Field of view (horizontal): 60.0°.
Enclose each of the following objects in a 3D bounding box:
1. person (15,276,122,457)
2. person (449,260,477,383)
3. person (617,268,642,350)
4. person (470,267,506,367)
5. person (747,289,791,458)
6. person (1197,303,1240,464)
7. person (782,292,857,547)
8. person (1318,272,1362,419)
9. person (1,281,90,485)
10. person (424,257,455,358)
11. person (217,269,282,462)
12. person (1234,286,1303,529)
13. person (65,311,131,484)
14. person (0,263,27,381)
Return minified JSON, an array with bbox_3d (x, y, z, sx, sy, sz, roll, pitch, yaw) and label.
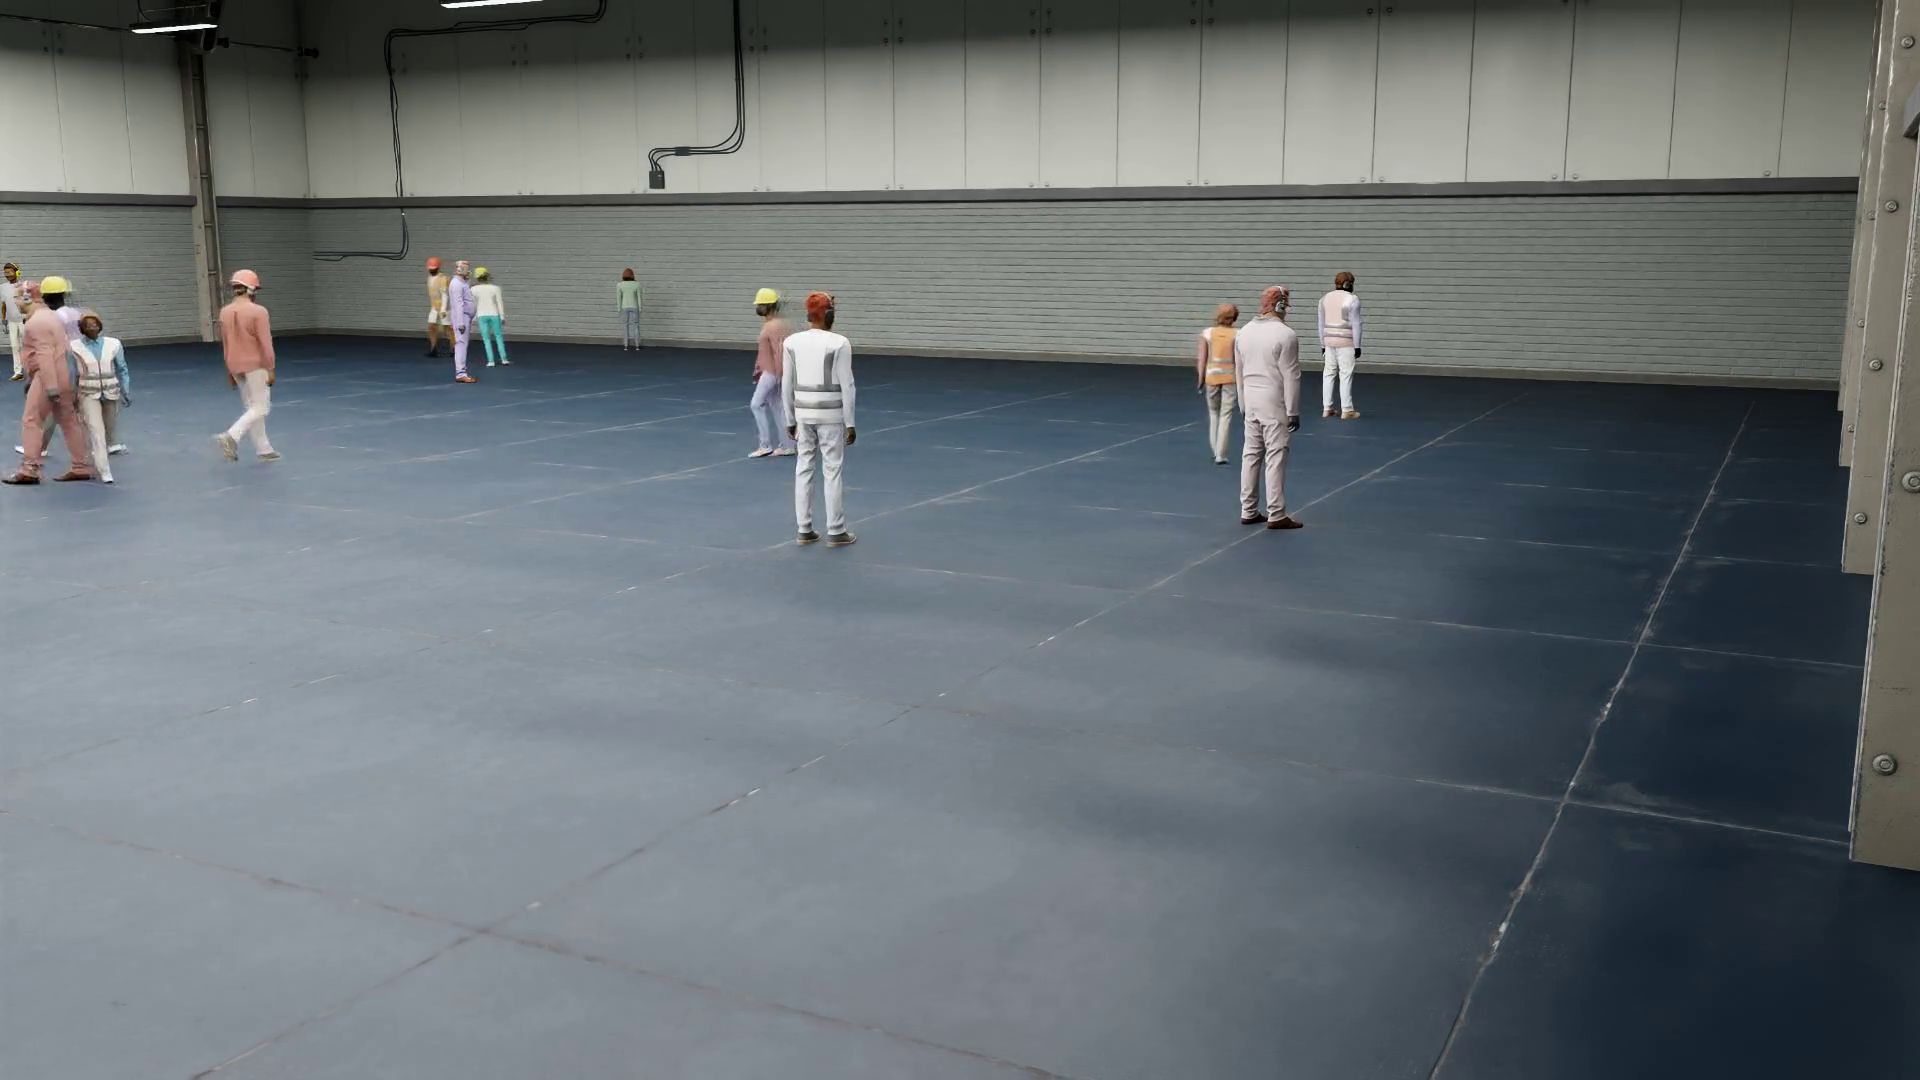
[{"bbox_3d":[-9.292,-1.790,17.272,1.006,1.873,0.593,-1,10,-5],"label":"person"},{"bbox_3d":[-7.768,-3.420,26.064,0.401,1.904,0.648,-2,11,-11],"label":"person"},{"bbox_3d":[-6.635,-4.633,33.418,0.499,1.633,0.288,-1,10,-5],"label":"person"},{"bbox_3d":[-8.307,-3.907,29.189,0.561,1.736,0.386,-5,11,-23],"label":"person"},{"bbox_3d":[-2.029,-1.714,17.198,0.604,1.748,0.532,-2,11,-8],"label":"person"},{"bbox_3d":[2.713,-1.595,16.919,0.539,1.603,0.782,5,11,25],"label":"person"},{"bbox_3d":[-1.034,-0.887,12.307,0.583,1.882,0.337,5,11,24],"label":"person"},{"bbox_3d":[4.812,-2.451,20.969,0.430,1.838,0.619,-8,13,-39],"label":"person"},{"bbox_3d":[-8.571,-1.452,15.419,0.837,1.868,0.646,-3,11,-14],"label":"person"},{"bbox_3d":[-9.770,-4.350,31.166,0.561,1.883,0.831,6,12,31],"label":"person"},{"bbox_3d":[-7.200,-1.723,16.679,0.640,1.955,0.738,4,11,21],"label":"person"},{"bbox_3d":[2.451,-1.038,13.087,0.409,1.903,0.638,-7,12,-33],"label":"person"},{"bbox_3d":[-8.146,-1.366,15.704,0.503,1.592,0.868,-9,14,-40],"label":"person"},{"bbox_3d":[-14.925,-3.448,26.348,0.510,1.864,0.312,0,10,-2],"label":"person"}]
